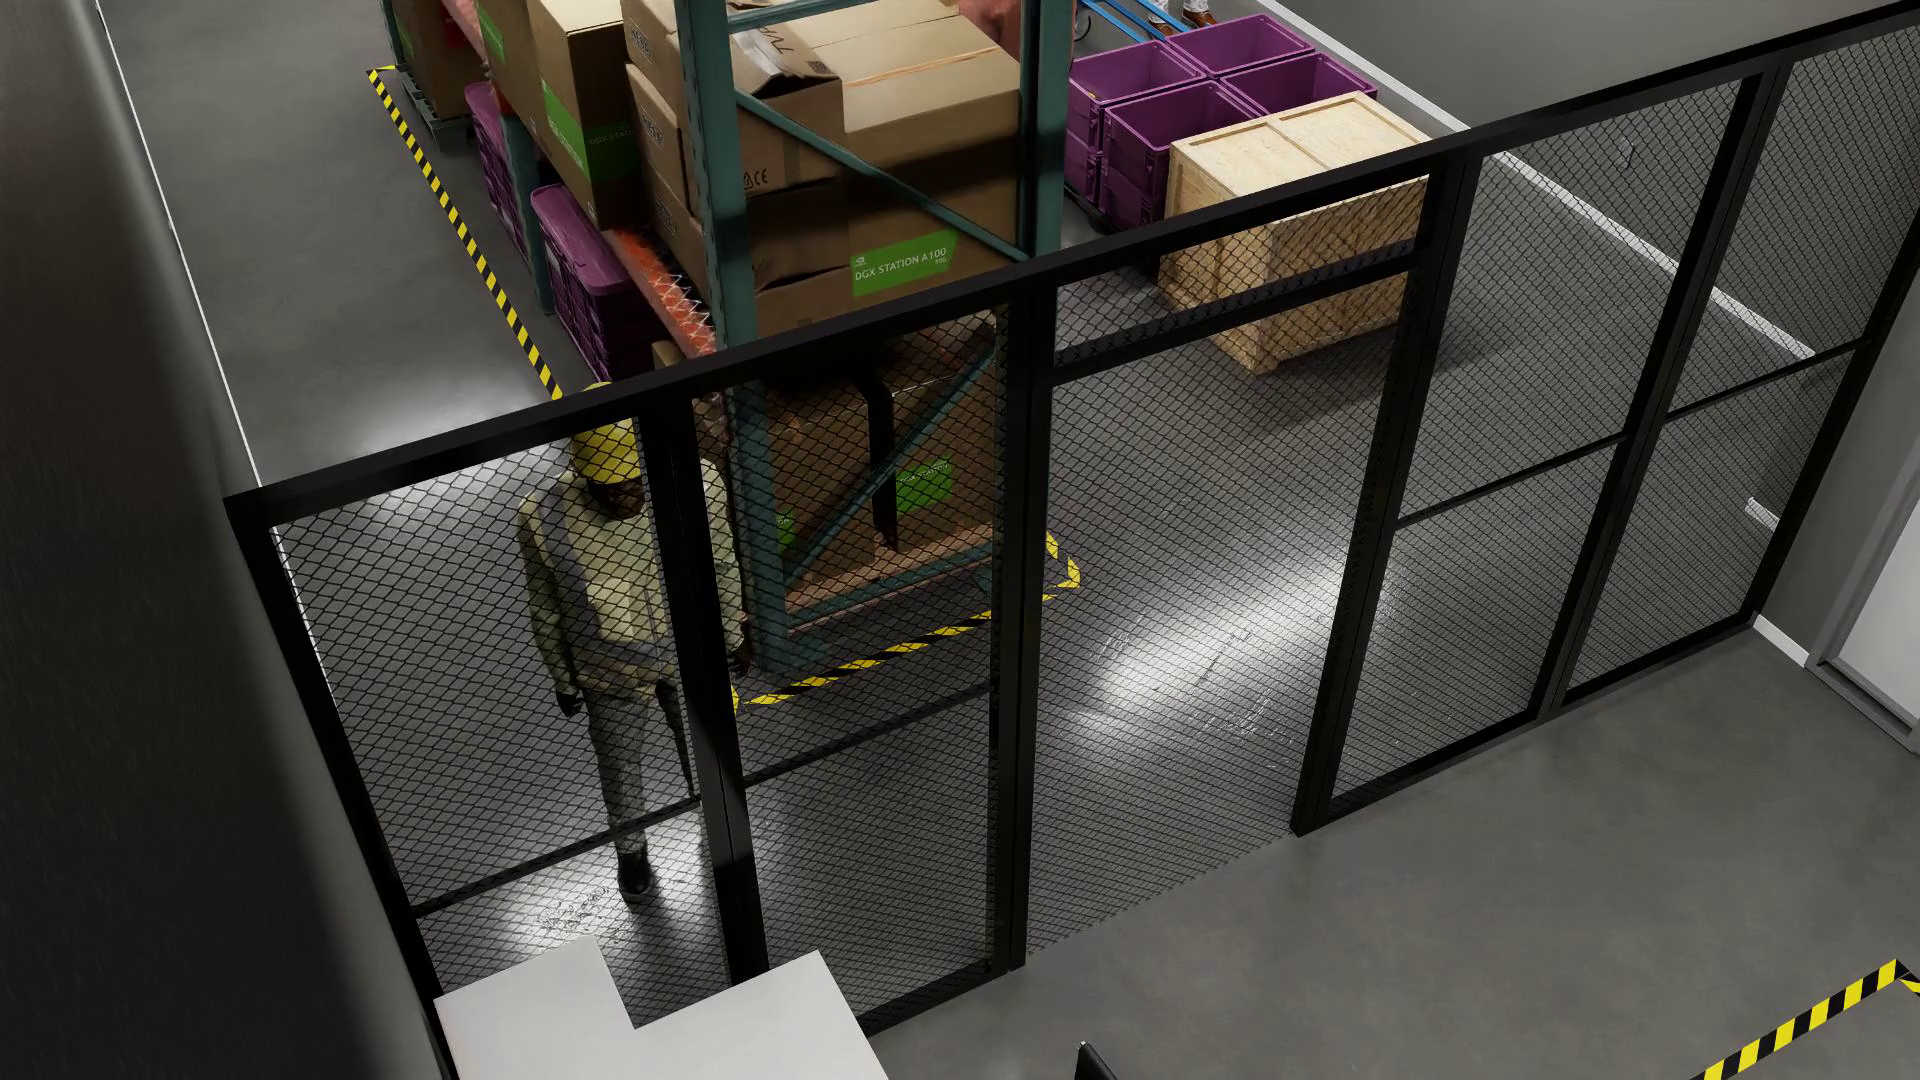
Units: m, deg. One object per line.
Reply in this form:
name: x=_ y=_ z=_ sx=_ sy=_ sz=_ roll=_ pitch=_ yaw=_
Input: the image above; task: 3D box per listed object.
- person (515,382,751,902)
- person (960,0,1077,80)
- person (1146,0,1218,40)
person: x=-0.878 y=0.309 z=4.685 sx=0.588 sy=1.834 sz=0.403 roll=-16 pitch=45 yaw=-17
person: x=0.214 y=-1.810 z=6.884 sx=0.608 sy=1.996 sz=0.380 roll=-31 pitch=51 yaw=-29
person: x=1.271 y=-3.623 z=8.908 sx=0.636 sy=1.939 sz=0.362 roll=-22 pitch=47 yaw=-22
